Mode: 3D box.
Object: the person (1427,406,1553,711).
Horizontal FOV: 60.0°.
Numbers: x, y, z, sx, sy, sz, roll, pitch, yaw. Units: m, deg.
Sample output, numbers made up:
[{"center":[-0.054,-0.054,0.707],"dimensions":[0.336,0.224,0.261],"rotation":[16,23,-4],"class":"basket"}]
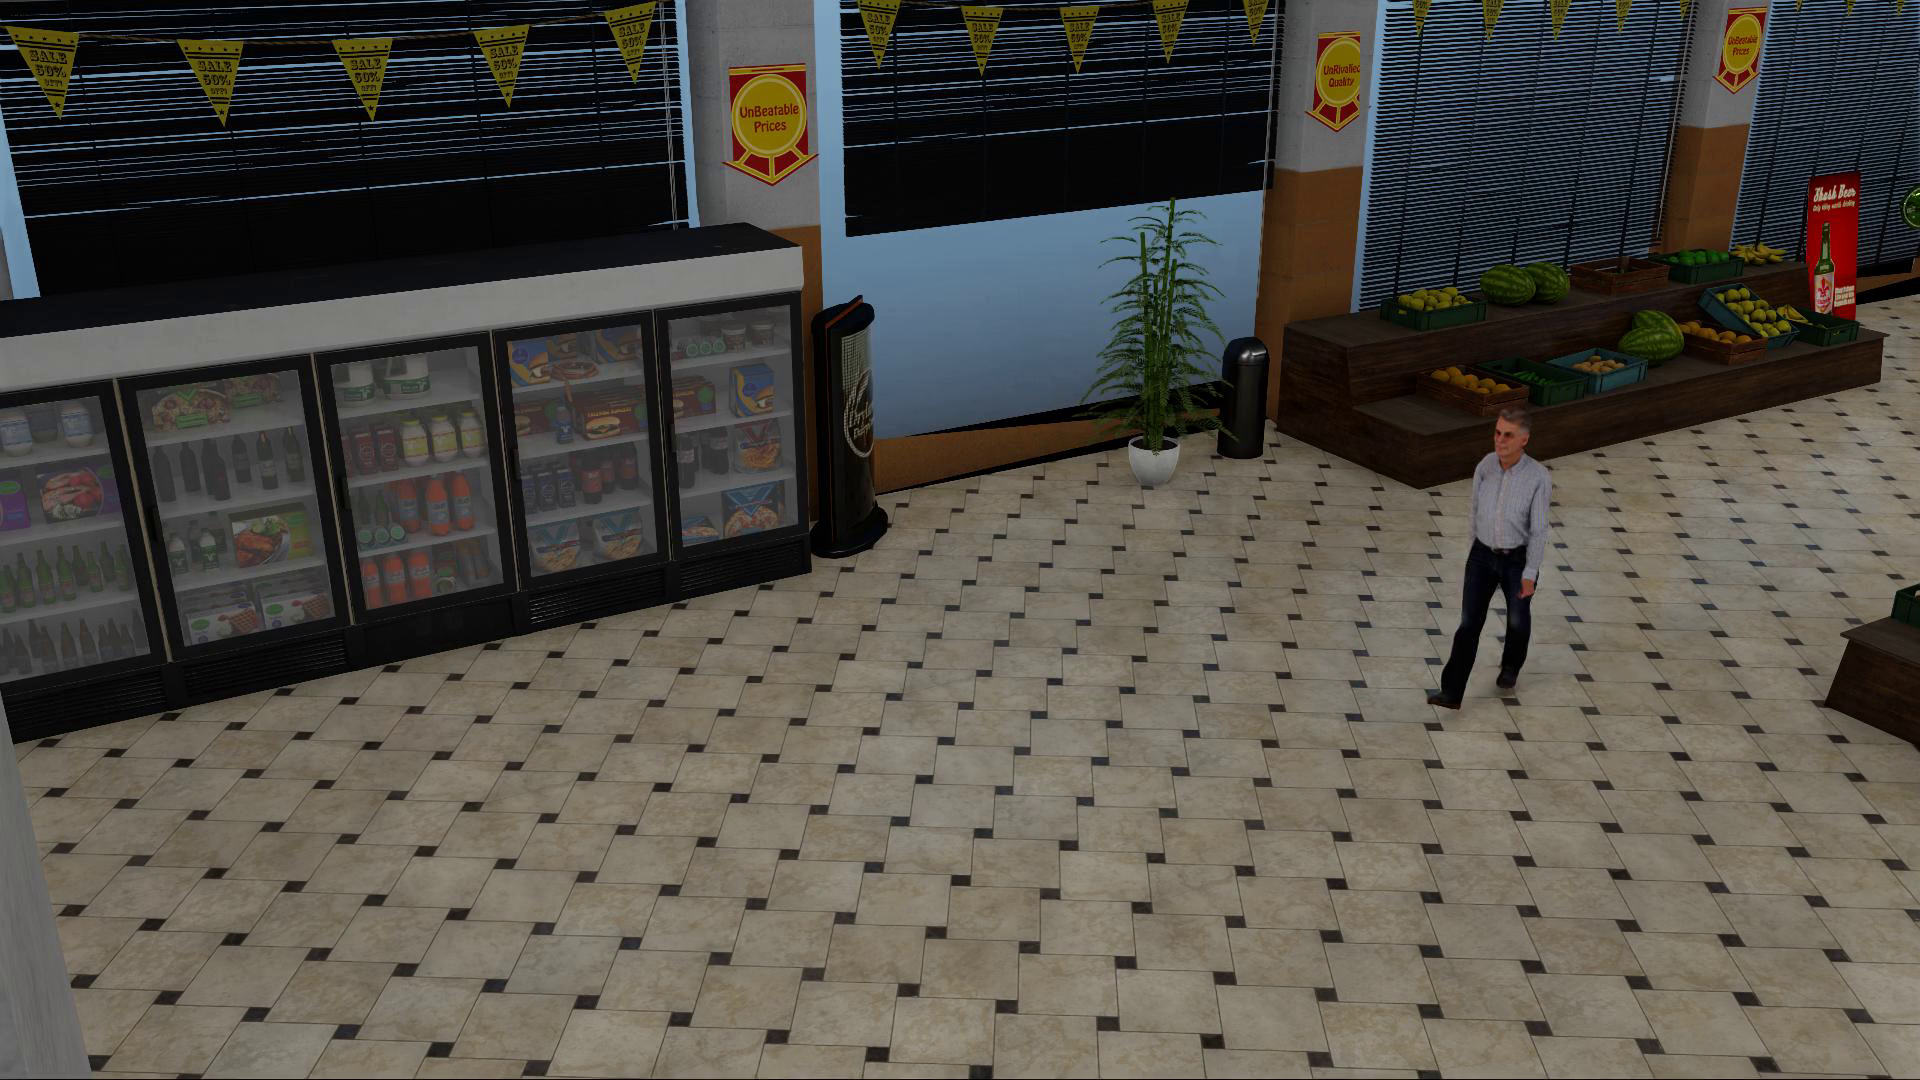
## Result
[{"center":[3.172,0.103,9.560],"dimensions":[0.918,1.767,1.258],"rotation":[19,28,38],"class":"person"}]
